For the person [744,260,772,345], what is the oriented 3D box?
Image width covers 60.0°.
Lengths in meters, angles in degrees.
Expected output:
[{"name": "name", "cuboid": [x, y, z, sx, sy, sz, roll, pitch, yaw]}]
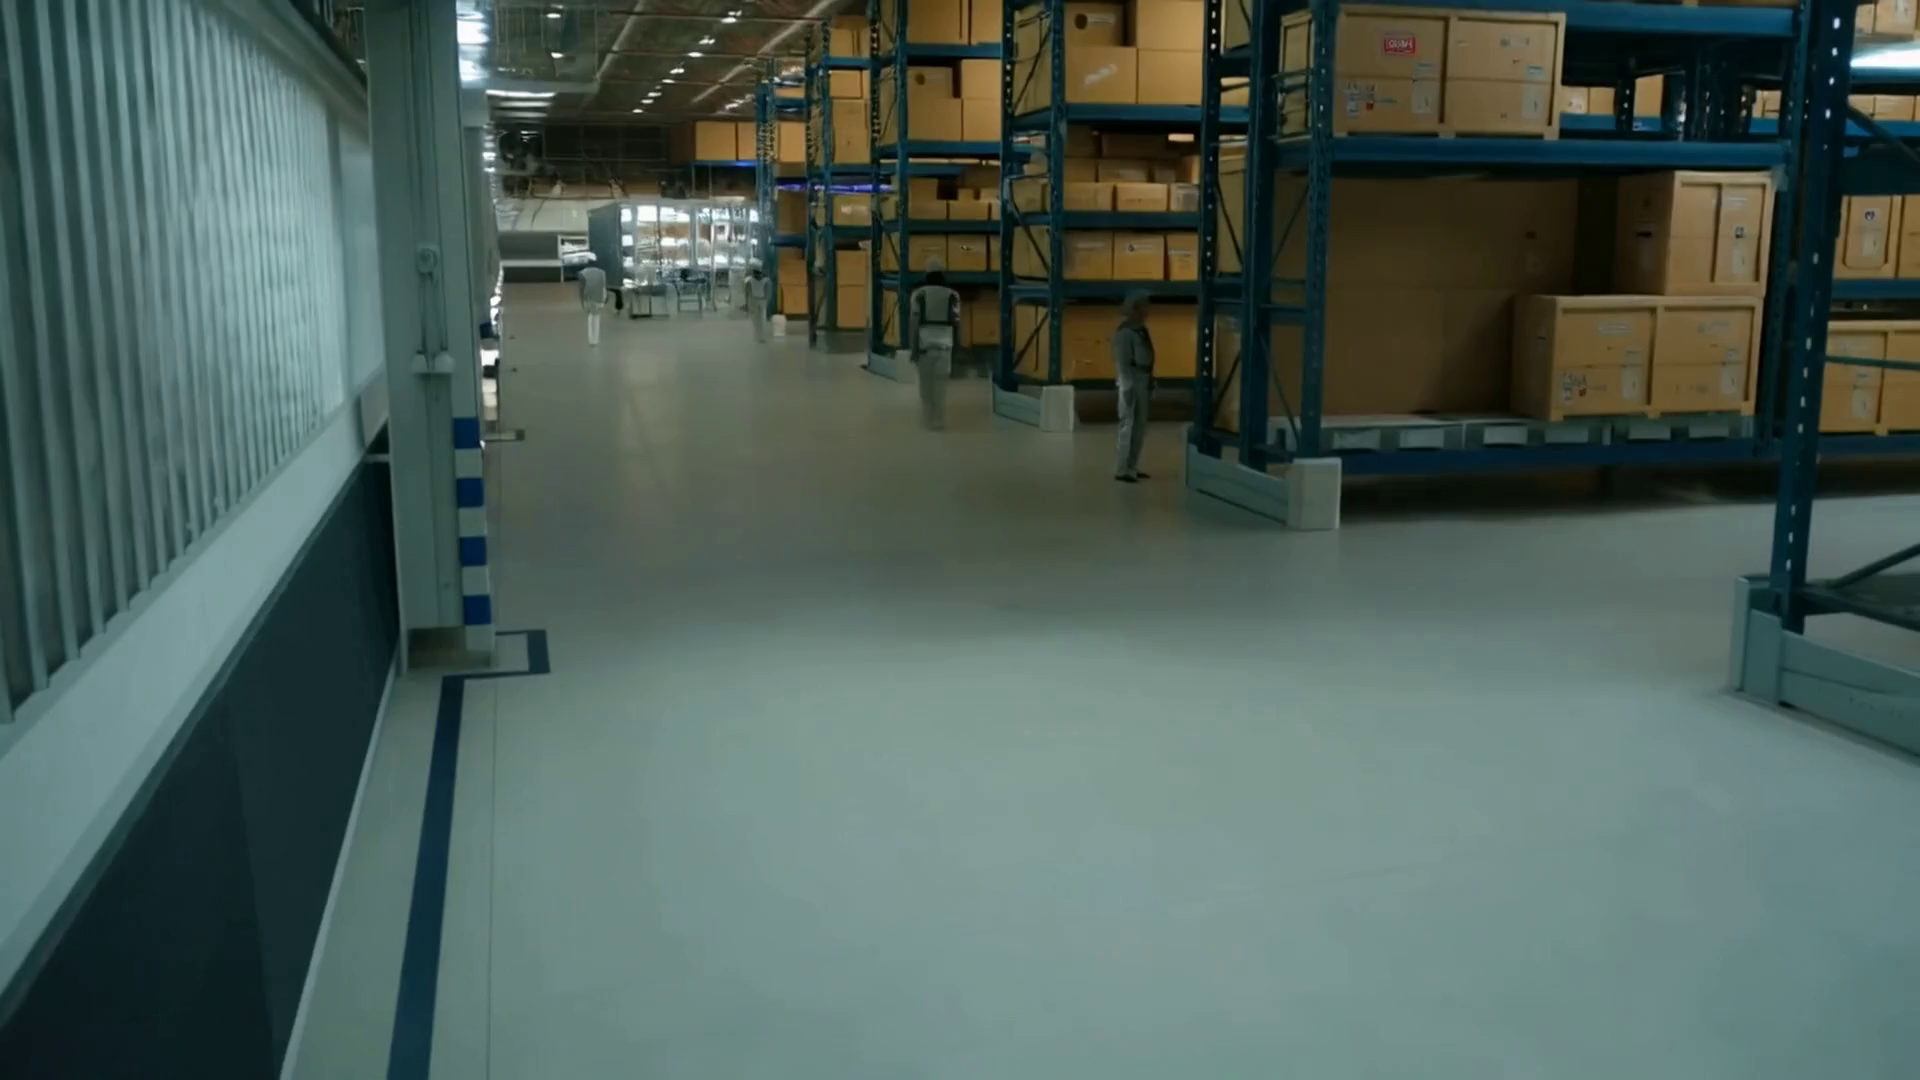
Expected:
[{"name": "person", "cuboid": [-4.184, -4.923, 34.470, 0.600, 1.735, 0.614, -3, 10, -15]}]

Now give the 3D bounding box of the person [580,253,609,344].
[{"name": "person", "cuboid": [-7.629, -5.040, 34.720, 0.563, 1.879, 1.008, -1, 10, -8]}]

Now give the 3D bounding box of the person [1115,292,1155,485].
[{"name": "person", "cuboid": [1.504, -1.301, 14.260, 0.311, 1.636, 0.521, 5, 11, 27]}]

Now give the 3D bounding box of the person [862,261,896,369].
[{"name": "person", "cuboid": [-1.229, -3.709, 27.493, 0.959, 1.772, 0.584, -5, 11, -26]}]

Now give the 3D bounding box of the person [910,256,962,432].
[{"name": "person", "cuboid": [-0.275, -2.167, 18.388, 0.580, 1.904, 0.842, -1, 10, -7]}]

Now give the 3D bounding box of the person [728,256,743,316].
[{"name": "person", "cuboid": [-6.485, -7.328, 48.121, 0.485, 1.735, 0.346, 5, 11, 25]}]
